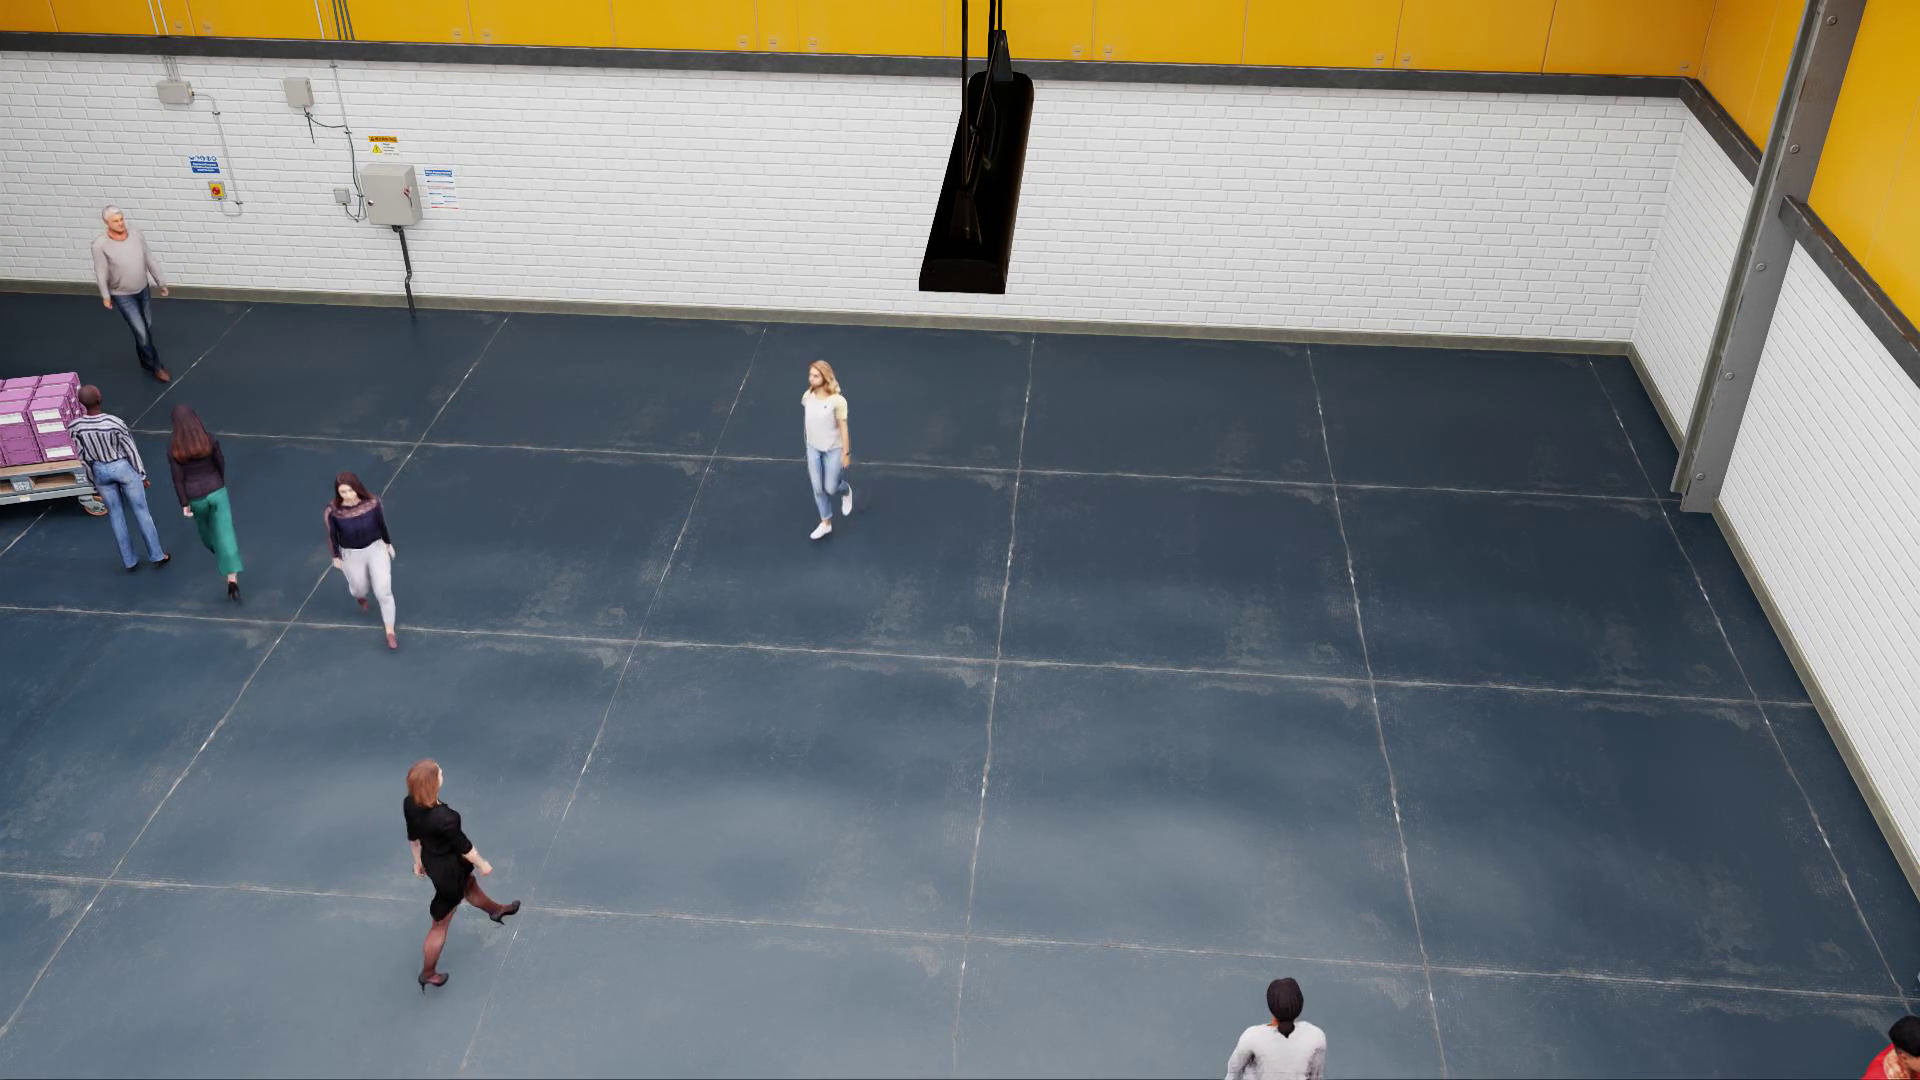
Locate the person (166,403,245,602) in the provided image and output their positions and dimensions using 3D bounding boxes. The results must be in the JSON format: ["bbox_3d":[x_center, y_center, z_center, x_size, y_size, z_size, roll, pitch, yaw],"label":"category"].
[{"bbox_3d":[-6.272,-0.273,13.912,0.939,1.673,1.250,-14,36,-20],"label":"person"}]

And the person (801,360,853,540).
[{"bbox_3d":[-1.142,-0.831,14.714,0.814,1.713,0.926,17,37,24],"label":"person"}]

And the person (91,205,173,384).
[{"bbox_3d":[-8.620,-2.588,17.200,1.063,1.888,1.038,20,39,28],"label":"person"}]

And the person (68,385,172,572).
[{"bbox_3d":[-7.182,-0.521,14.173,0.675,1.796,0.617,-6,34,-9],"label":"person"}]

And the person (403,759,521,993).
[{"bbox_3d":[-3.257,2.125,10.317,0.991,1.659,1.155,25,41,32],"label":"person"}]

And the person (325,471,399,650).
[{"bbox_3d":[-4.823,0.105,13.420,0.915,1.586,1.055,-18,37,-25],"label":"person"}]

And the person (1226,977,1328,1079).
[{"bbox_3d":[1.685,3.065,8.849,0.692,1.717,0.804,-1,34,-1],"label":"person"}]
